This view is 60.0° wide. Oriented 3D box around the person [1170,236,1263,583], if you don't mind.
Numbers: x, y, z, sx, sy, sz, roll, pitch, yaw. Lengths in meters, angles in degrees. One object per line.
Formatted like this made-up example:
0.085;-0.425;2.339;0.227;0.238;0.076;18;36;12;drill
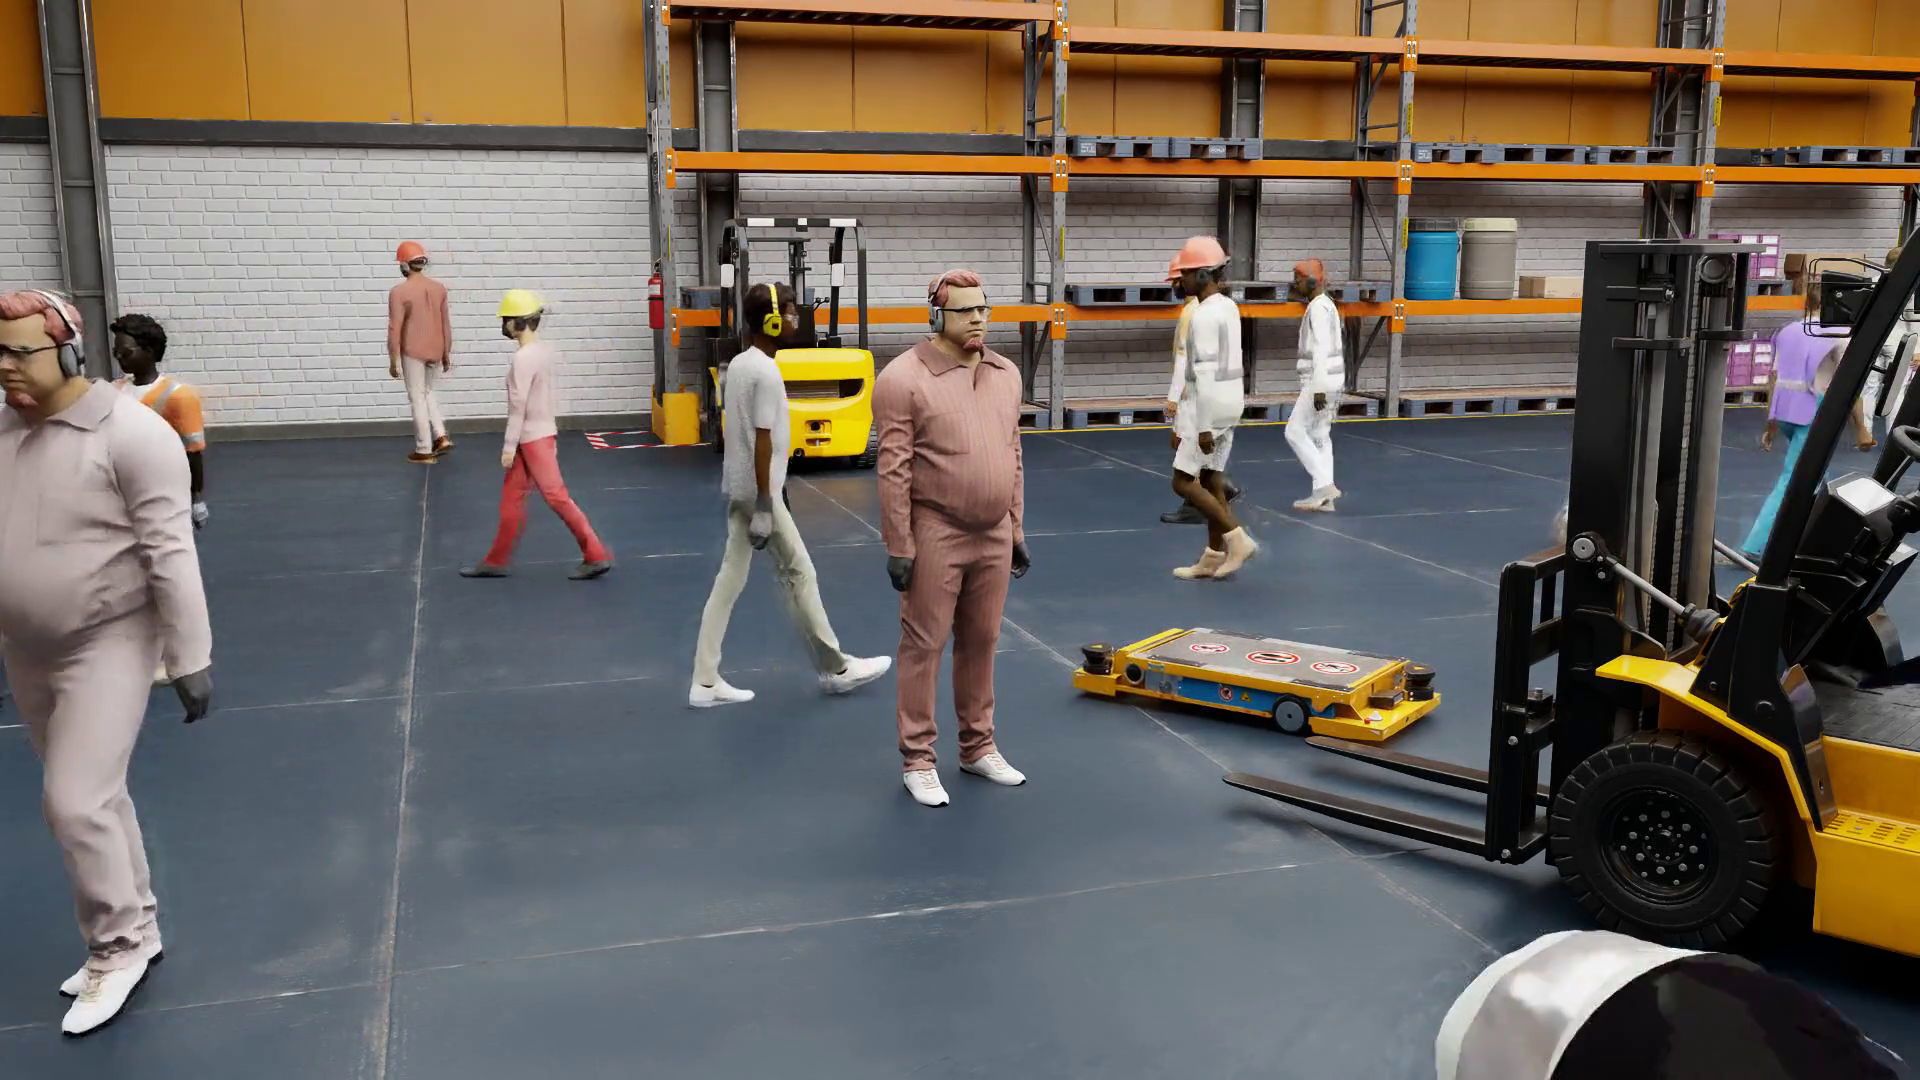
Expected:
1.456;-0.727;9.612;0.521;2.030;0.626;5;11;25;person

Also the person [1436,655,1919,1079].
0.458;0.895;0.995;0.815;1.920;0.620;-6;12;-29;person

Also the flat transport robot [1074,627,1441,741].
1.271;0.590;7.192;1.431;0.197;0.652;7;13;35;flat transport robot

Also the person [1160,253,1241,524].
1.650;-1.047;11.668;0.502;1.917;0.540;3;11;15;person

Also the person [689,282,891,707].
-0.783;-0.195;7.226;0.946;1.821;0.538;-5;12;-26;person

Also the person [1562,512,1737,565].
4.391;-0.784;10.547;0.602;1.816;1.096;-9;13;-39;person

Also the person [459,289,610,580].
-2.498;-0.604;9.762;0.898;1.722;0.536;-1;10;-5;person

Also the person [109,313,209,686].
-3.691;-0.174;7.512;0.540;1.680;0.495;6;12;31;person

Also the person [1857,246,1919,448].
8.837;-1.816;15.823;0.373;1.935;0.627;-7;12;-33;person

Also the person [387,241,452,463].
-4.843;-1.665;14.848;0.435;1.982;0.642;6;12;30;person

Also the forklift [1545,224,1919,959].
2.909;0.117;4.508;2.313;2.155;1.214;9;14;40;forklift

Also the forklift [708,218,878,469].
-1.522;-1.778;14.899;1.214;2.155;2.313;-3;11;-17;forklift

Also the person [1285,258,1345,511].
2.622;-1.131;12.255;0.419;1.864;0.606;3;11;18;person

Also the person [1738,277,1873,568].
5.171;-0.709;10.147;0.959;1.801;0.574;-2;10;-10;person

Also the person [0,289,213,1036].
-2.325;0.312;4.266;0.683;1.884;0.633;4;11;19;person

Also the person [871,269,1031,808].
0.000;-0.012;6.006;0.642;1.908;0.407;-8;13;-38;person
